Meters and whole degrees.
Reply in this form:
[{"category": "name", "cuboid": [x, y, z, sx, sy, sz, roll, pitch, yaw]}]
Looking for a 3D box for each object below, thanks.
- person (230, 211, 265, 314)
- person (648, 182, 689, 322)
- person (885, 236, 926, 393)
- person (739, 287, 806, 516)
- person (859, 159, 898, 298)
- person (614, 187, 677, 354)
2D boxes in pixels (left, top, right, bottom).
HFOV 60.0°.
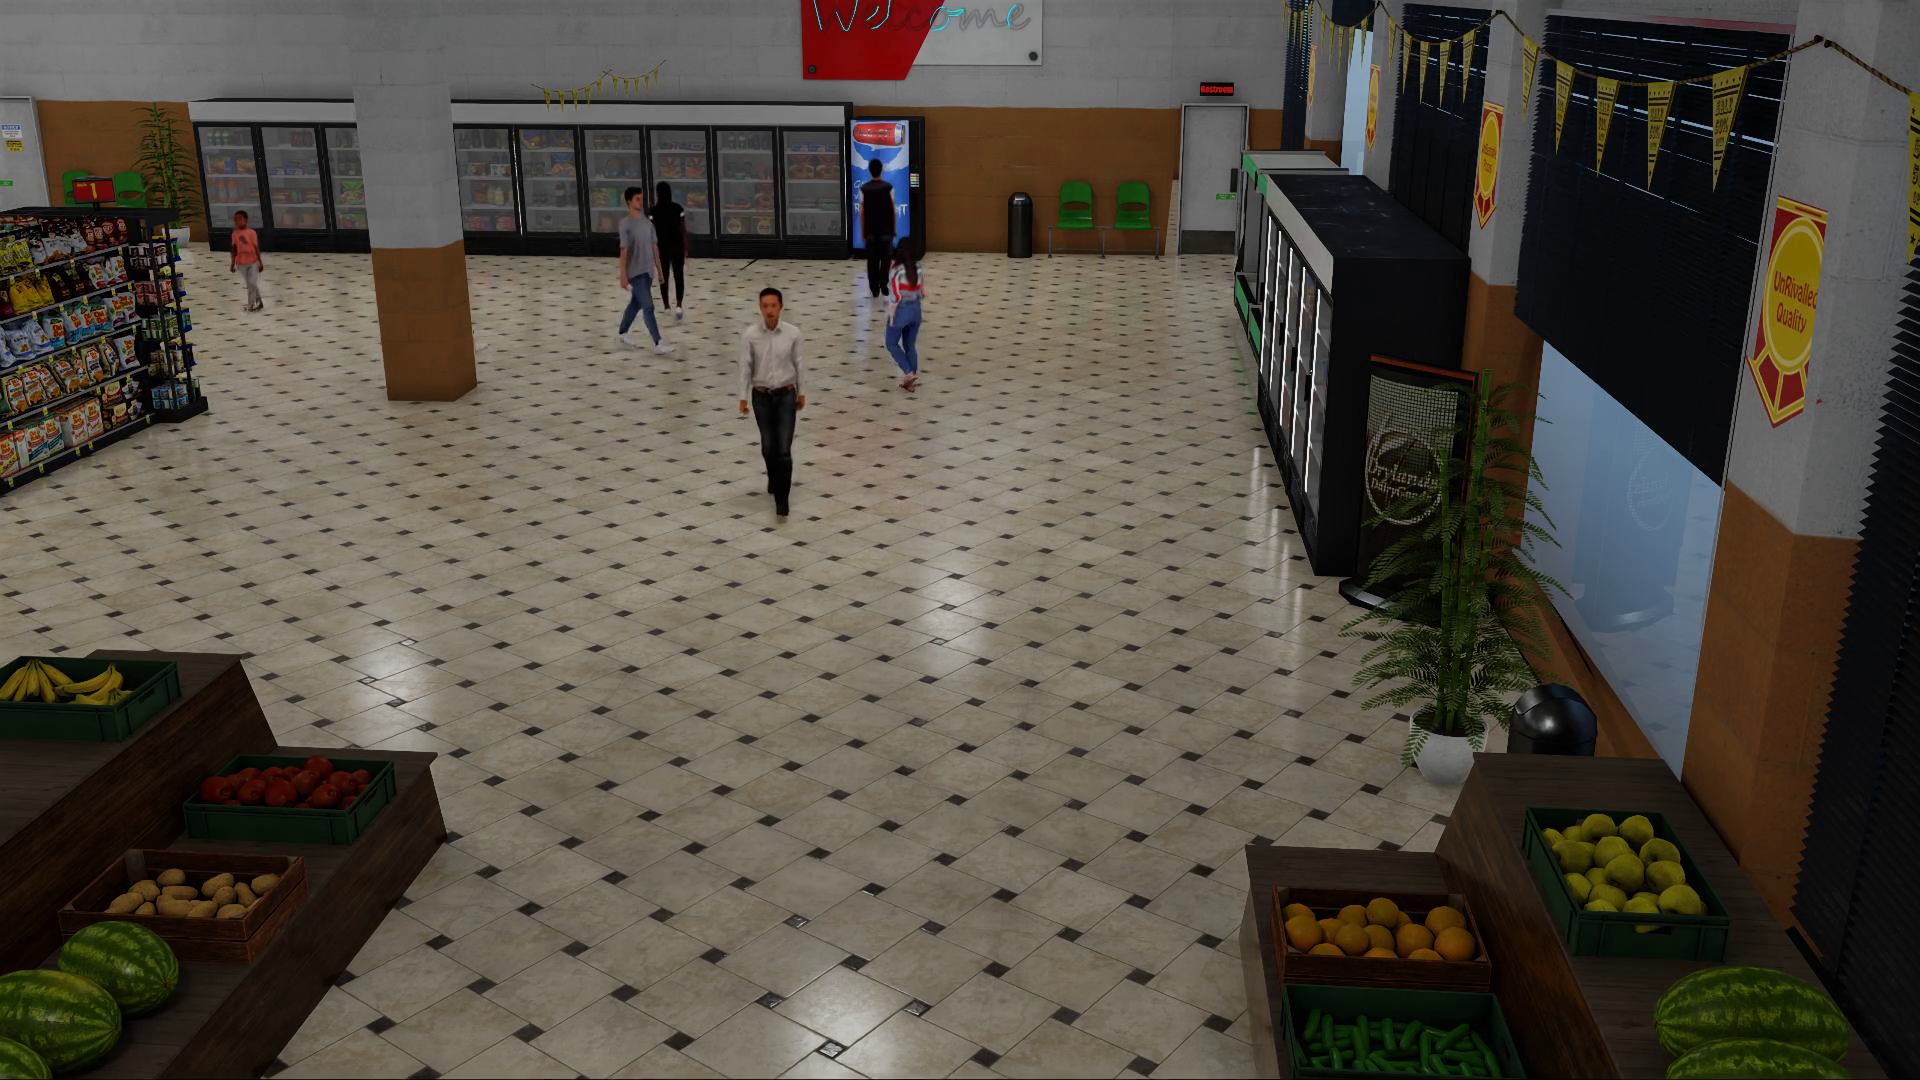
[{"category": "person", "cuboid": [-9.119, -3.572, 21.371, 0.491, 1.287, 0.790, 1, 19, 4]}, {"category": "person", "cuboid": [-3.596, -3.575, 20.733, 0.789, 1.700, 1.170, -3, 19, -8]}, {"category": "person", "cuboid": [-0.512, -2.298, 17.098, 0.737, 1.602, 0.794, -14, 23, -36]}, {"category": "person", "cuboid": [-1.501, -1.139, 13.404, 0.821, 1.766, 1.228, -1, 19, -4]}, {"category": "person", "cuboid": [-1.083, -4.113, 22.120, 0.682, 1.833, 0.926, 0, 19, 1]}, {"category": "person", "cuboid": [-3.717, -3.048, 18.939, 1.049, 1.848, 1.210, 10, 21, 27]}]
